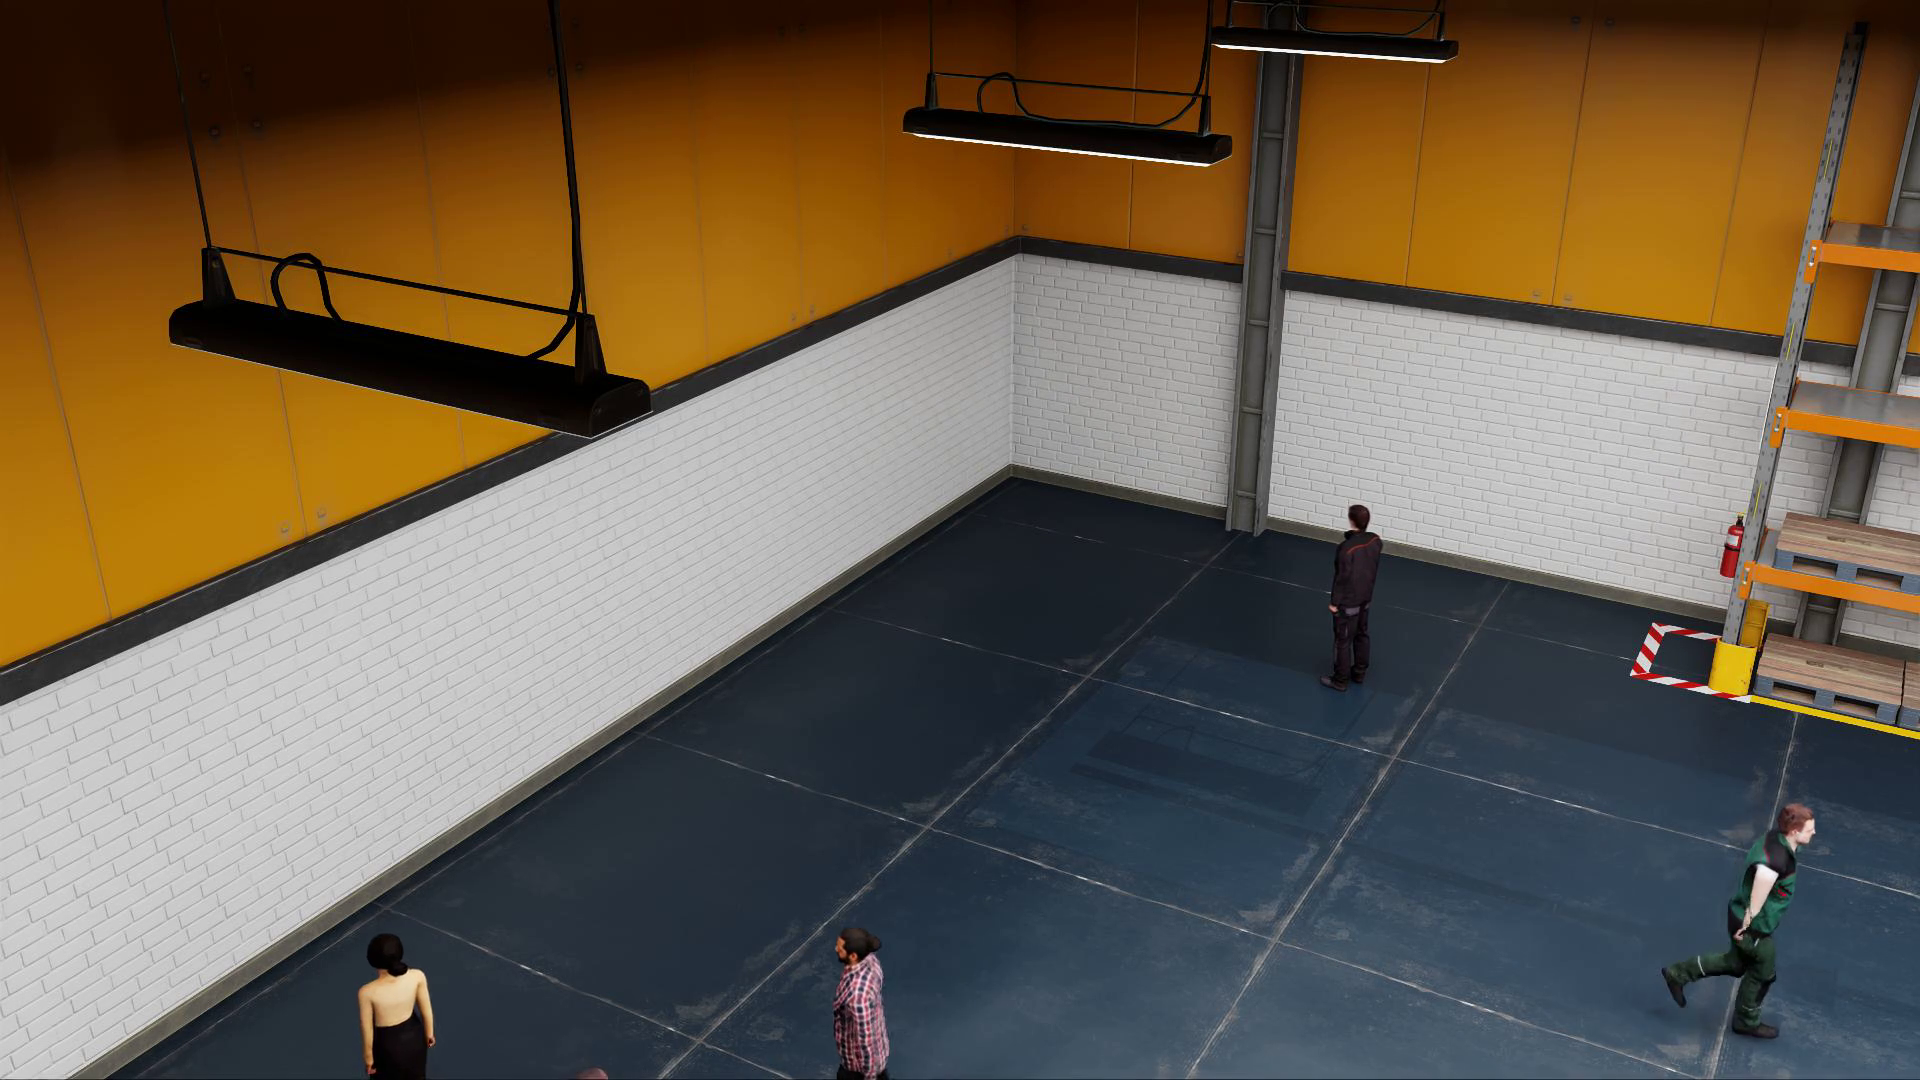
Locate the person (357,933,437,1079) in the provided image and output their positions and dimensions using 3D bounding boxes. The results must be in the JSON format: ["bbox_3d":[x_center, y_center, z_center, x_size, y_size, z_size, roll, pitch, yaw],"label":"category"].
[{"bbox_3d":[-3.328,3.090,9.930,0.739,1.647,0.804,-15,28,-31],"label":"person"}]

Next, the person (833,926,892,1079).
[{"bbox_3d":[-0.516,3.047,9.930,1.253,1.726,1.045,1,24,3],"label":"person"}]

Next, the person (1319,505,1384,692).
[{"bbox_3d":[3.680,0.531,15.542,0.794,1.840,0.736,-16,28,-32],"label":"person"}]

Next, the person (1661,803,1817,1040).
[{"bbox_3d":[5.183,2.511,11.060,1.025,1.803,0.703,11,26,24],"label":"person"}]
